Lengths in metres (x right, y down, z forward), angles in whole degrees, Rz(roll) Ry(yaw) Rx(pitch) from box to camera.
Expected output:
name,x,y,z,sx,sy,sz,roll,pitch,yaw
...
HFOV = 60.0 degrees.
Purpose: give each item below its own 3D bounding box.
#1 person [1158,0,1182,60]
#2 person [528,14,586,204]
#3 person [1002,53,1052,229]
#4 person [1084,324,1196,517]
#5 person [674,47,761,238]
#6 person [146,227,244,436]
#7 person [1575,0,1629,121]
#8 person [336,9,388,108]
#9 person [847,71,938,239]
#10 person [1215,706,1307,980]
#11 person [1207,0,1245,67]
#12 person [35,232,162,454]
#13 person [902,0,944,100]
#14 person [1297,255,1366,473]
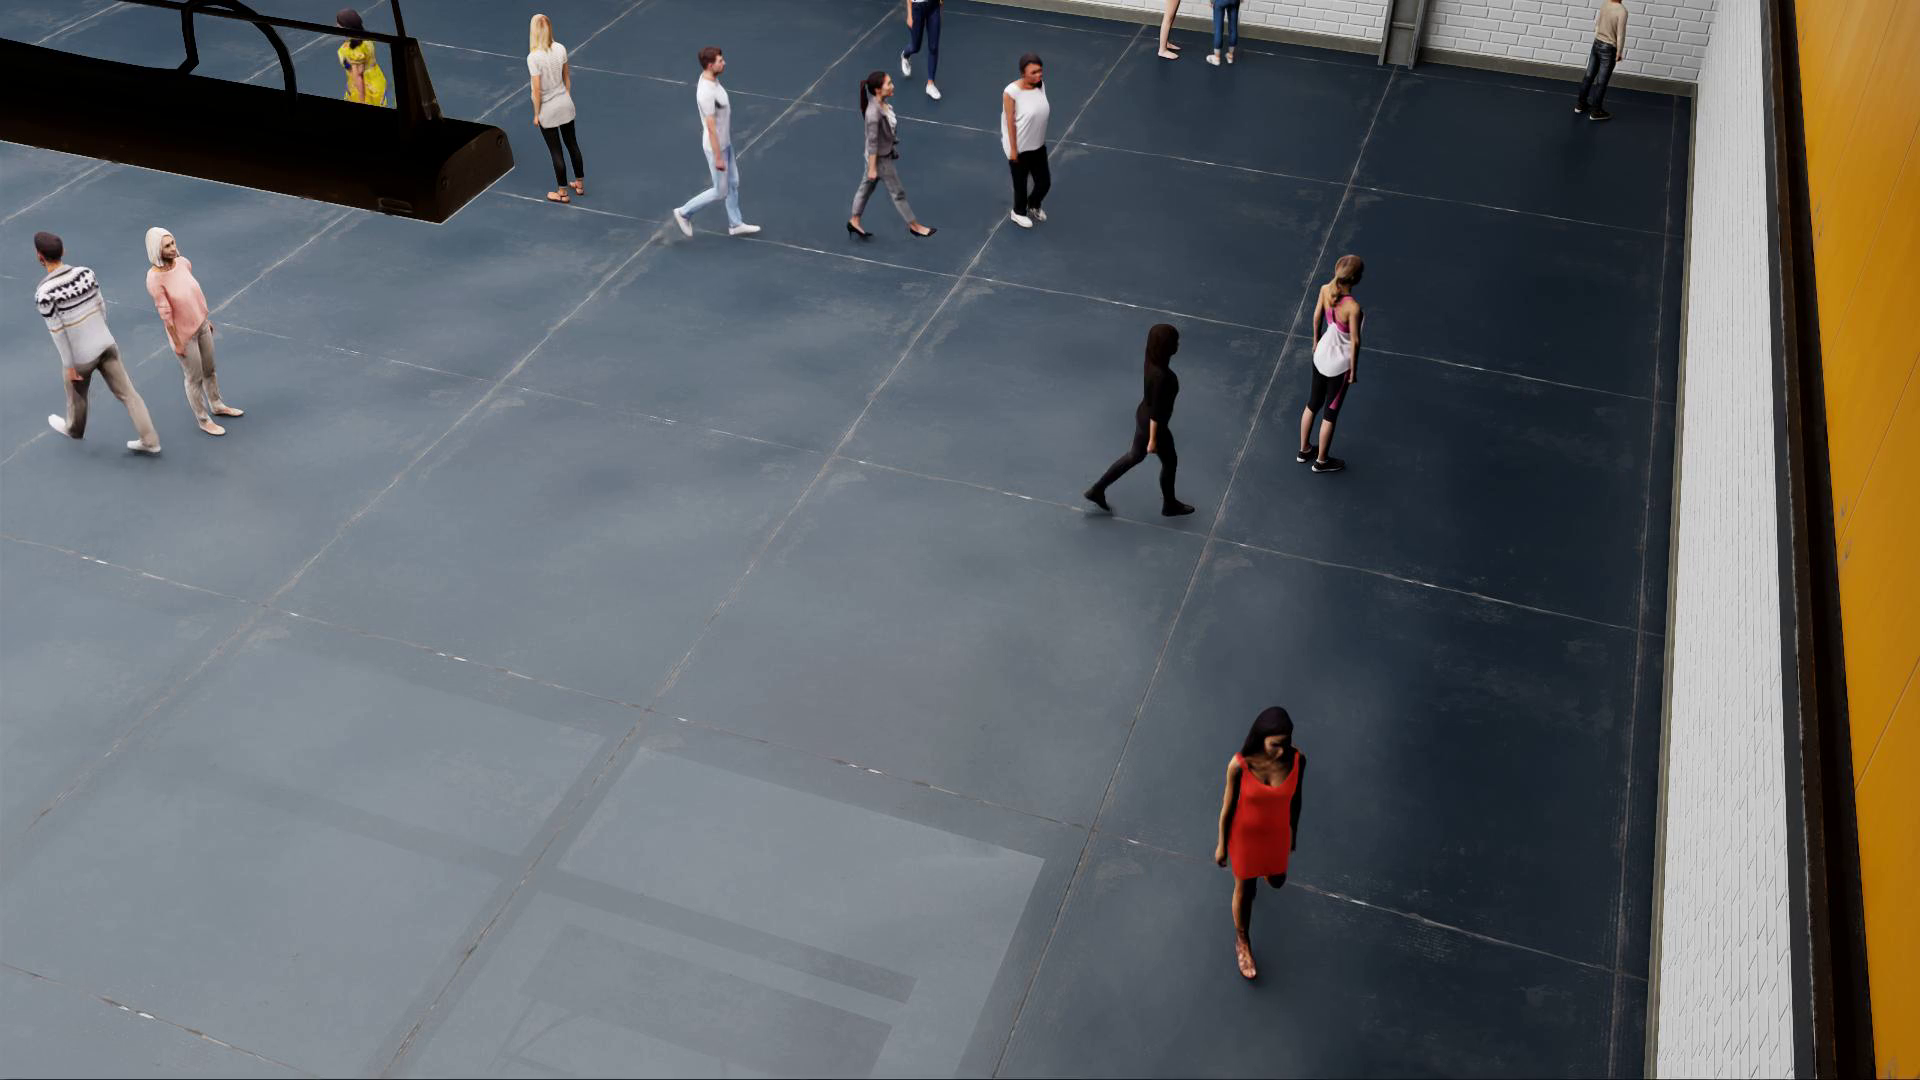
name,x,y,z,sx,sy,sz,roll,pitch,yaw
person,2.396,-6.267,18.659,0.553,1.650,0.622,7,39,9
person,-3.842,-4.098,15.801,0.633,1.827,0.655,27,46,30
person,0.587,-3.722,15.454,0.768,1.674,0.792,-26,45,-29
person,1.292,-0.818,11.867,1.133,1.612,0.881,-3,39,-4
person,-2.283,-3.570,15.134,1.110,1.835,0.902,-2,39,-2
person,-5.936,-1.627,12.789,0.565,1.725,0.631,8,39,10
person,6.749,-5.145,17.403,0.689,1.465,0.631,-16,41,-19
person,-5.725,-4.400,16.332,1.304,1.637,1.109,-4,39,-5
person,-0.817,-3.453,15.156,1.157,1.625,0.846,1,39,2
person,1.576,1.521,8.864,0.965,1.704,0.930,-6,39,-7
person,2.976,-6.027,18.498,0.611,1.476,0.704,-10,40,-13
person,-6.444,-1.397,12.438,1.184,1.803,0.750,14,41,17
person,-0.415,-5.659,17.815,0.976,1.754,1.049,-18,42,-21
person,2.759,-1.308,12.340,0.748,1.787,0.663,-21,43,-24
